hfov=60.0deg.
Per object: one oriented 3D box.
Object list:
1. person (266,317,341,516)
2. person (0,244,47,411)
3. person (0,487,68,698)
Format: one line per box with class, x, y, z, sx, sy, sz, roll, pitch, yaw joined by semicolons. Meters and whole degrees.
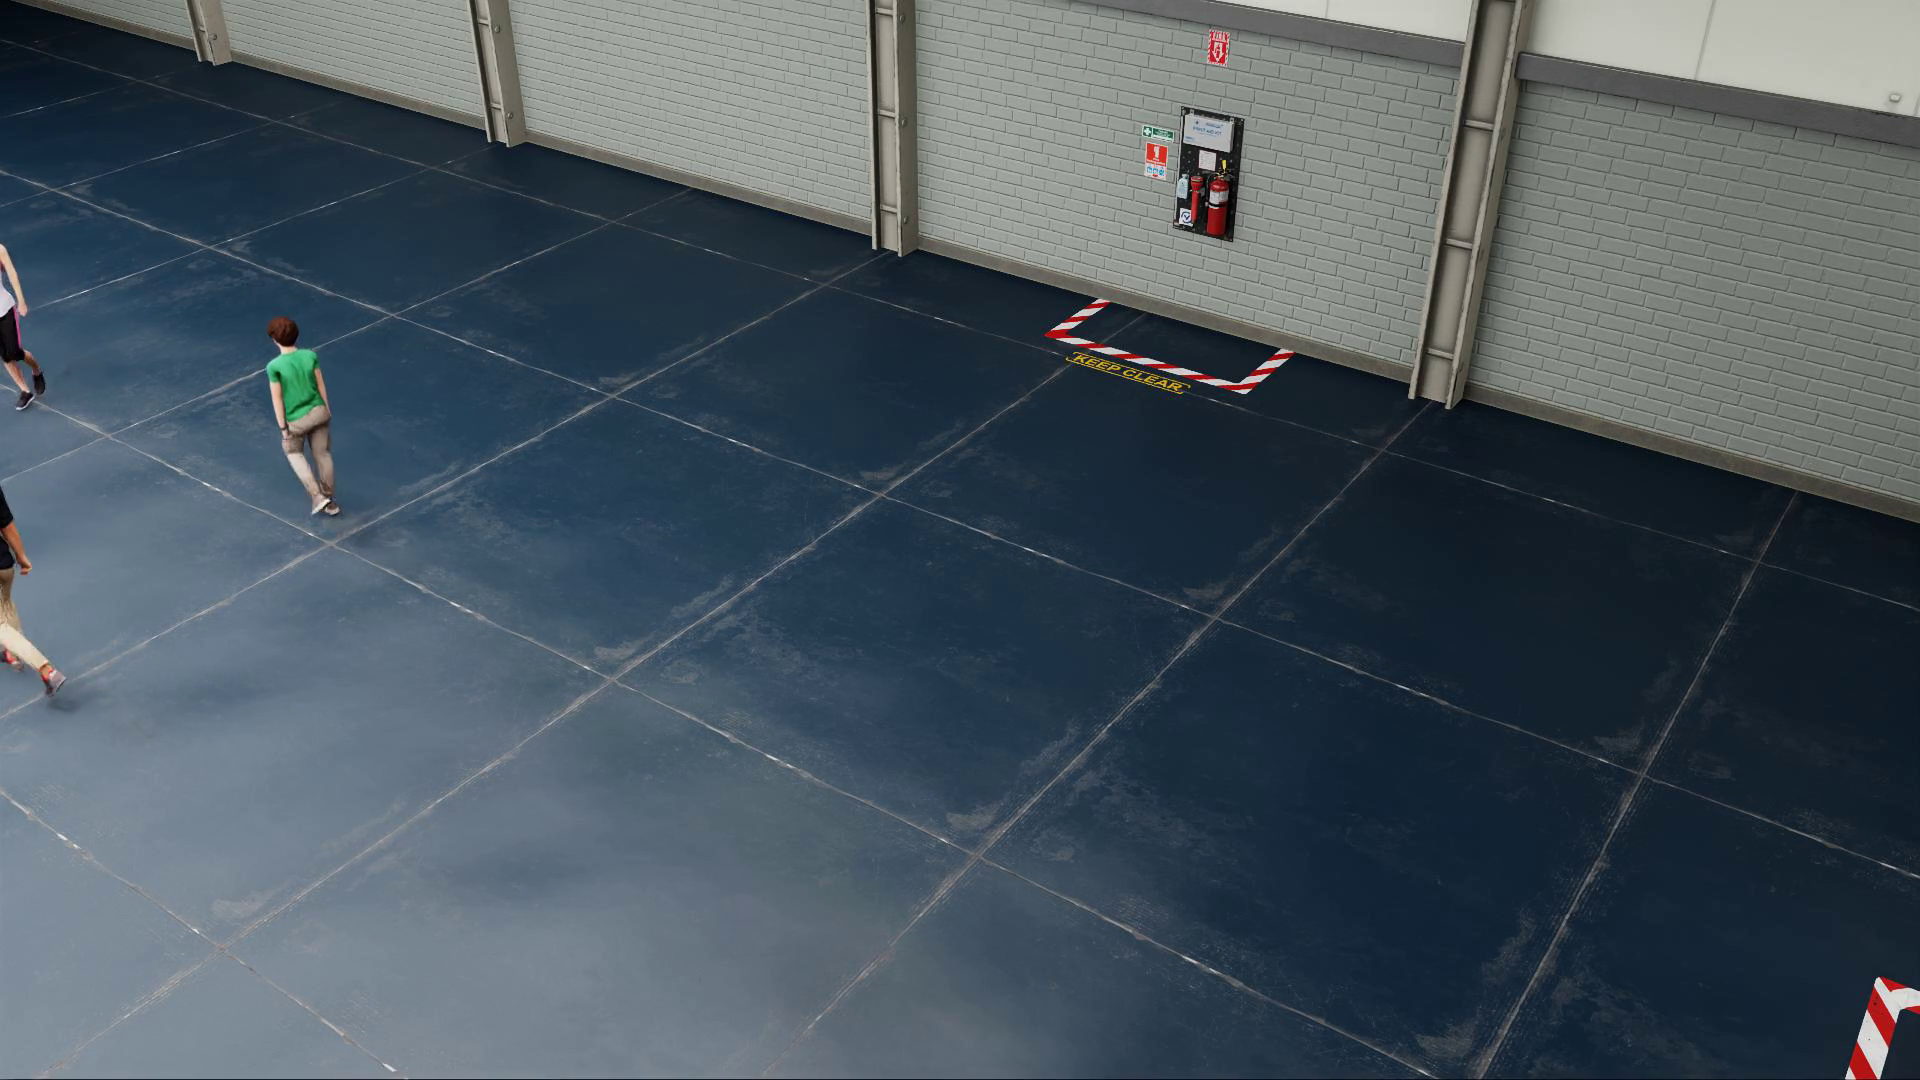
person;-4.934;-0.899;12.646;0.673;1.638;0.740;-25;40;-34
person;-8.207;-1.990;14.251;0.773;1.773;0.837;-1;32;-2
person;-6.217;0.220;10.698;1.150;1.825;0.706;17;36;24
